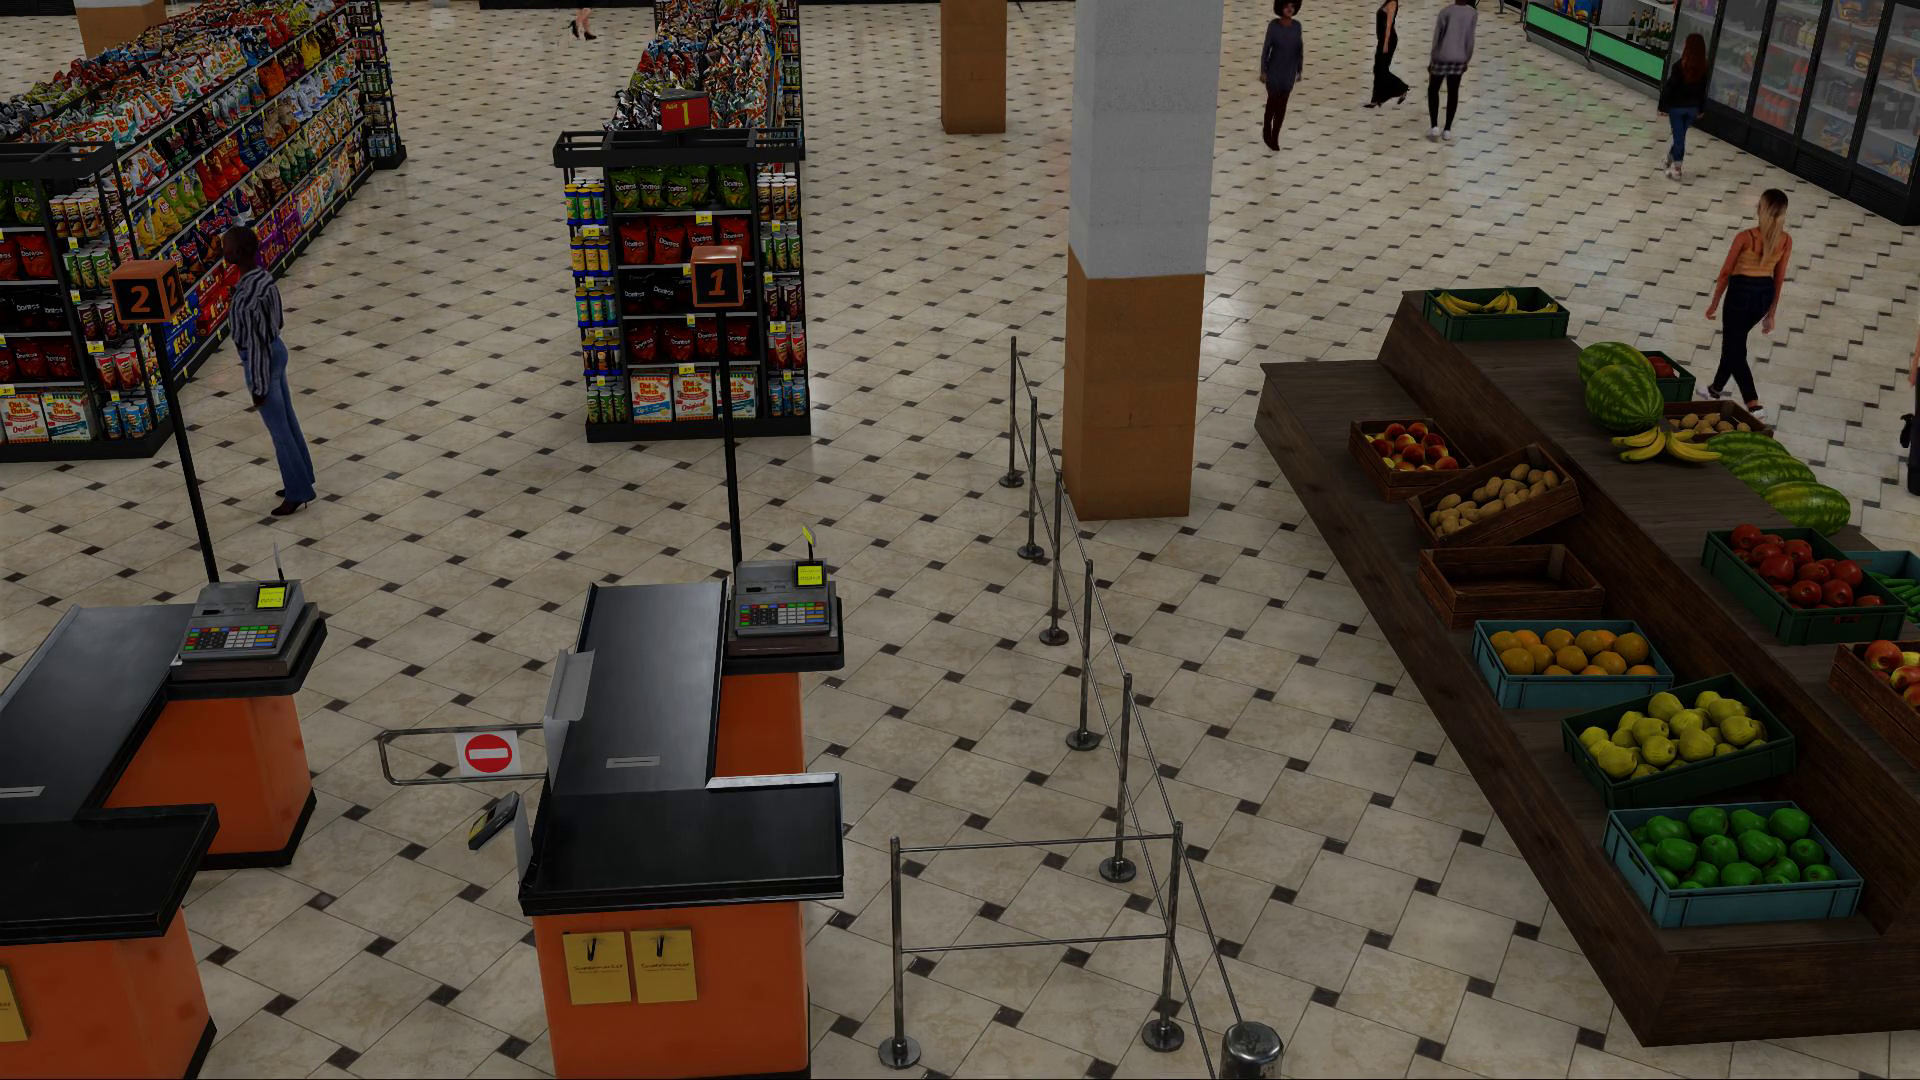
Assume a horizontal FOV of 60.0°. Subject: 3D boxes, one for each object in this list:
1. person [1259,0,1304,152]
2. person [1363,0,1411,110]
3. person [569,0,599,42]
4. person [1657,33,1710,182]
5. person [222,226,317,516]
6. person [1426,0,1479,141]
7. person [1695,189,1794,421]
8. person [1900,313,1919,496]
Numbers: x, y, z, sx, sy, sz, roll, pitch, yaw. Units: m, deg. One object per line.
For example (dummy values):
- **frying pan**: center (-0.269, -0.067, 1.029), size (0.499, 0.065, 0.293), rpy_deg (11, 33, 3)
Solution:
- **person**: center (3.508, -5.167, 18.344), size (0.636, 1.700, 0.650), rpy_deg (-5, 27, -10)
- **person**: center (5.232, -6.000, 20.105), size (0.761, 1.593, 0.779), rpy_deg (6, 27, 11)
- **person**: center (-5.527, -8.038, 24.049), size (0.924, 1.660, 0.989), rpy_deg (16, 31, 28)
- **person**: center (7.539, -4.463, 17.223), size (0.617, 1.459, 0.839), rpy_deg (-4, 27, -8)
- **person**: center (-4.189, -1.022, 10.066), size (0.715, 1.795, 0.509), rpy_deg (-6, 27, -11)
- **person**: center (5.516, -5.400, 18.726), size (0.629, 1.770, 0.575), rpy_deg (-1, 27, -3)
- **person**: center (5.375, -1.542, 11.306), size (0.570, 1.600, 1.104), rpy_deg (-3, 27, -6)
- **person**: center (6.167, -1.089, 10.445), size (0.701, 1.572, 0.909), rpy_deg (4, 27, 7)
